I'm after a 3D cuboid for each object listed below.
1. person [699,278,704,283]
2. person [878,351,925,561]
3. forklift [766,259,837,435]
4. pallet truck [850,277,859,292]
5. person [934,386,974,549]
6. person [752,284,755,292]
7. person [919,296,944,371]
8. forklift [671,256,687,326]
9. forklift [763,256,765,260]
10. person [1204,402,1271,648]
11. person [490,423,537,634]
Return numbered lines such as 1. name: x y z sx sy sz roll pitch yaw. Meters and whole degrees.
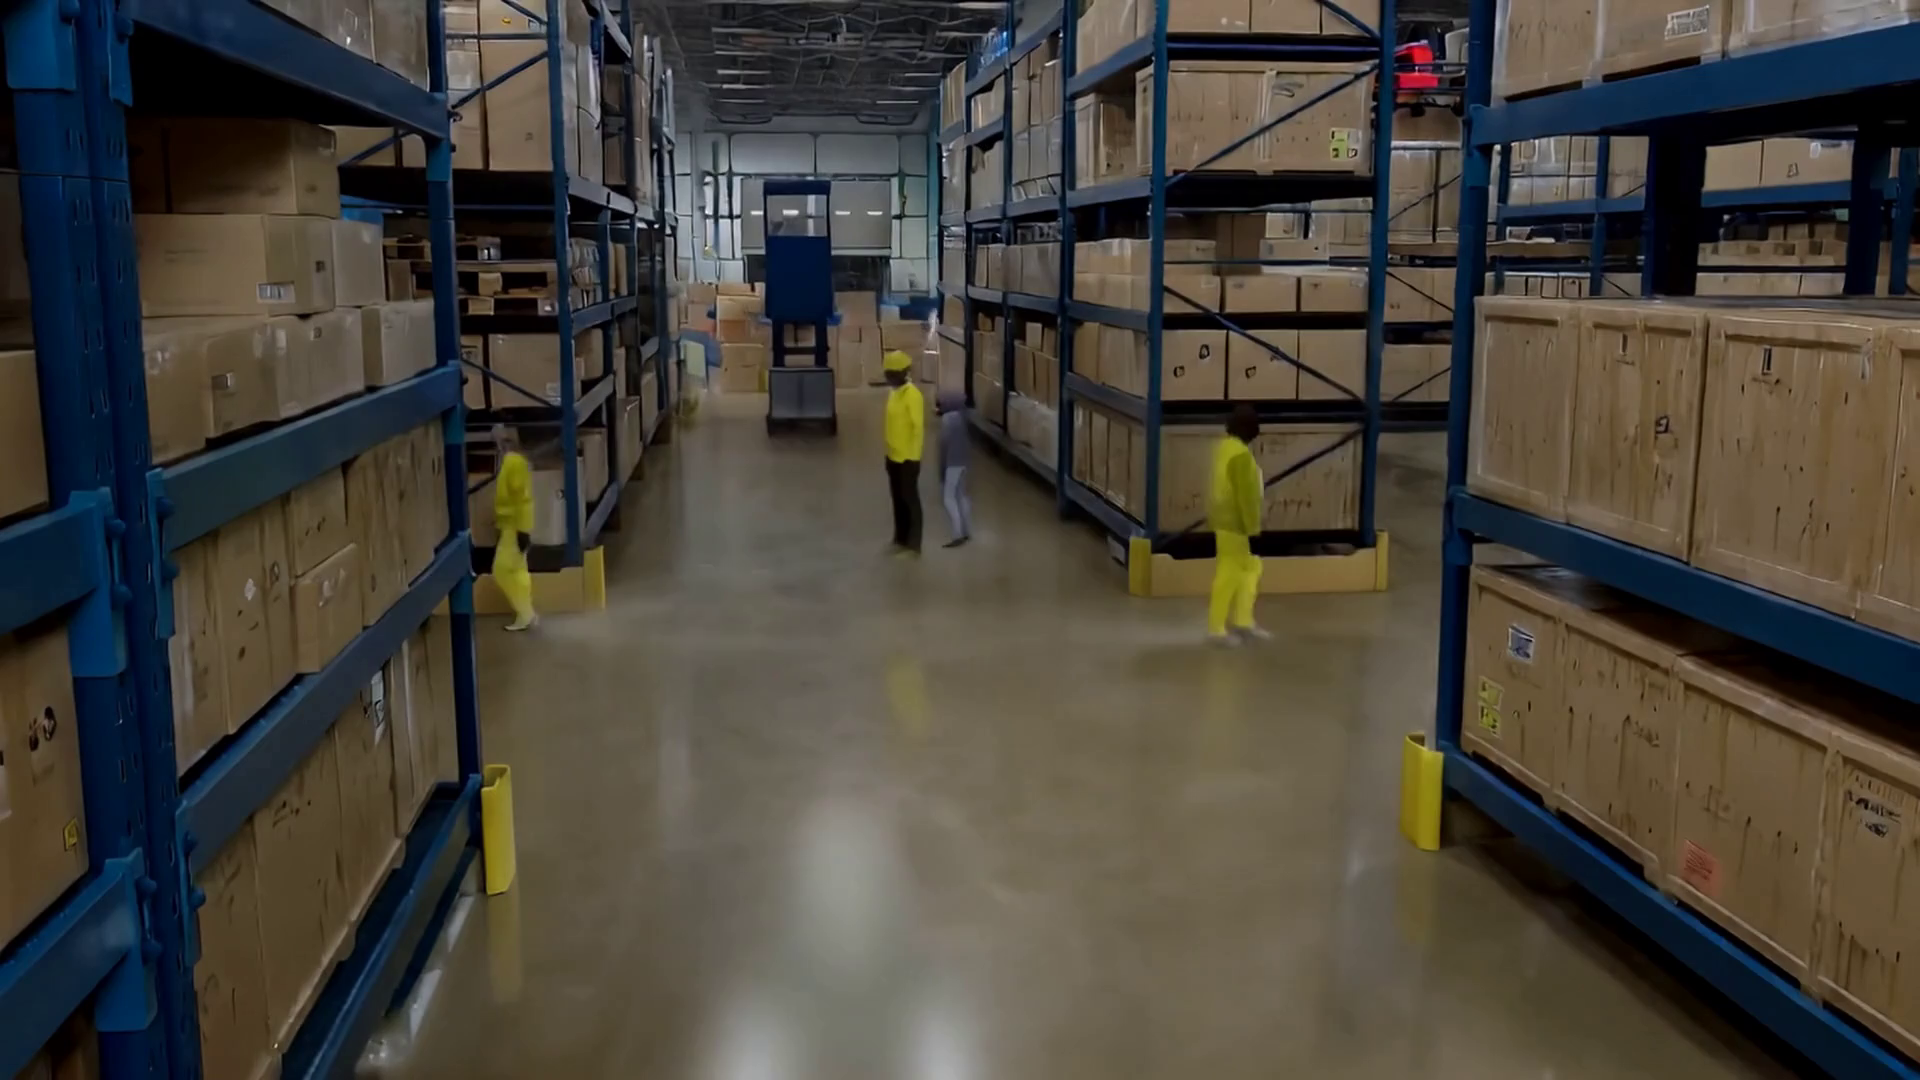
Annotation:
1. person: -10.674 -9.890 68.928 0.549 1.932 0.384 -3 10 -19
2. person: -0.562 -0.801 15.809 0.401 1.990 0.622 -5 11 -27
3. forklift: -2.599 -3.172 27.033 1.129 2.768 1.873 -1 10 -7
4. pallet truck: -3.782 -9.391 65.808 1.885 1.965 0.823 2 10 10
5. person: -0.058 -0.740 16.569 0.325 1.611 0.647 3 10 19
6. person: -7.136 -7.927 57.636 1.048 1.880 0.655 2 10 9
7. person: -0.594 -5.132 41.450 1.055 1.853 0.594 -4 11 -23
8. forklift: -10.432 -8.868 60.195 1.873 2.768 1.129 9 13 43
9. forklift: -6.697 -8.975 60.817 1.129 2.768 1.873 -7 12 -34
10. person: 2.114 -0.099 12.211 0.681 1.819 0.664 -1 10 -3
11. person: -3.423 -0.079 12.676 0.394 1.625 0.547 -4 11 -22
